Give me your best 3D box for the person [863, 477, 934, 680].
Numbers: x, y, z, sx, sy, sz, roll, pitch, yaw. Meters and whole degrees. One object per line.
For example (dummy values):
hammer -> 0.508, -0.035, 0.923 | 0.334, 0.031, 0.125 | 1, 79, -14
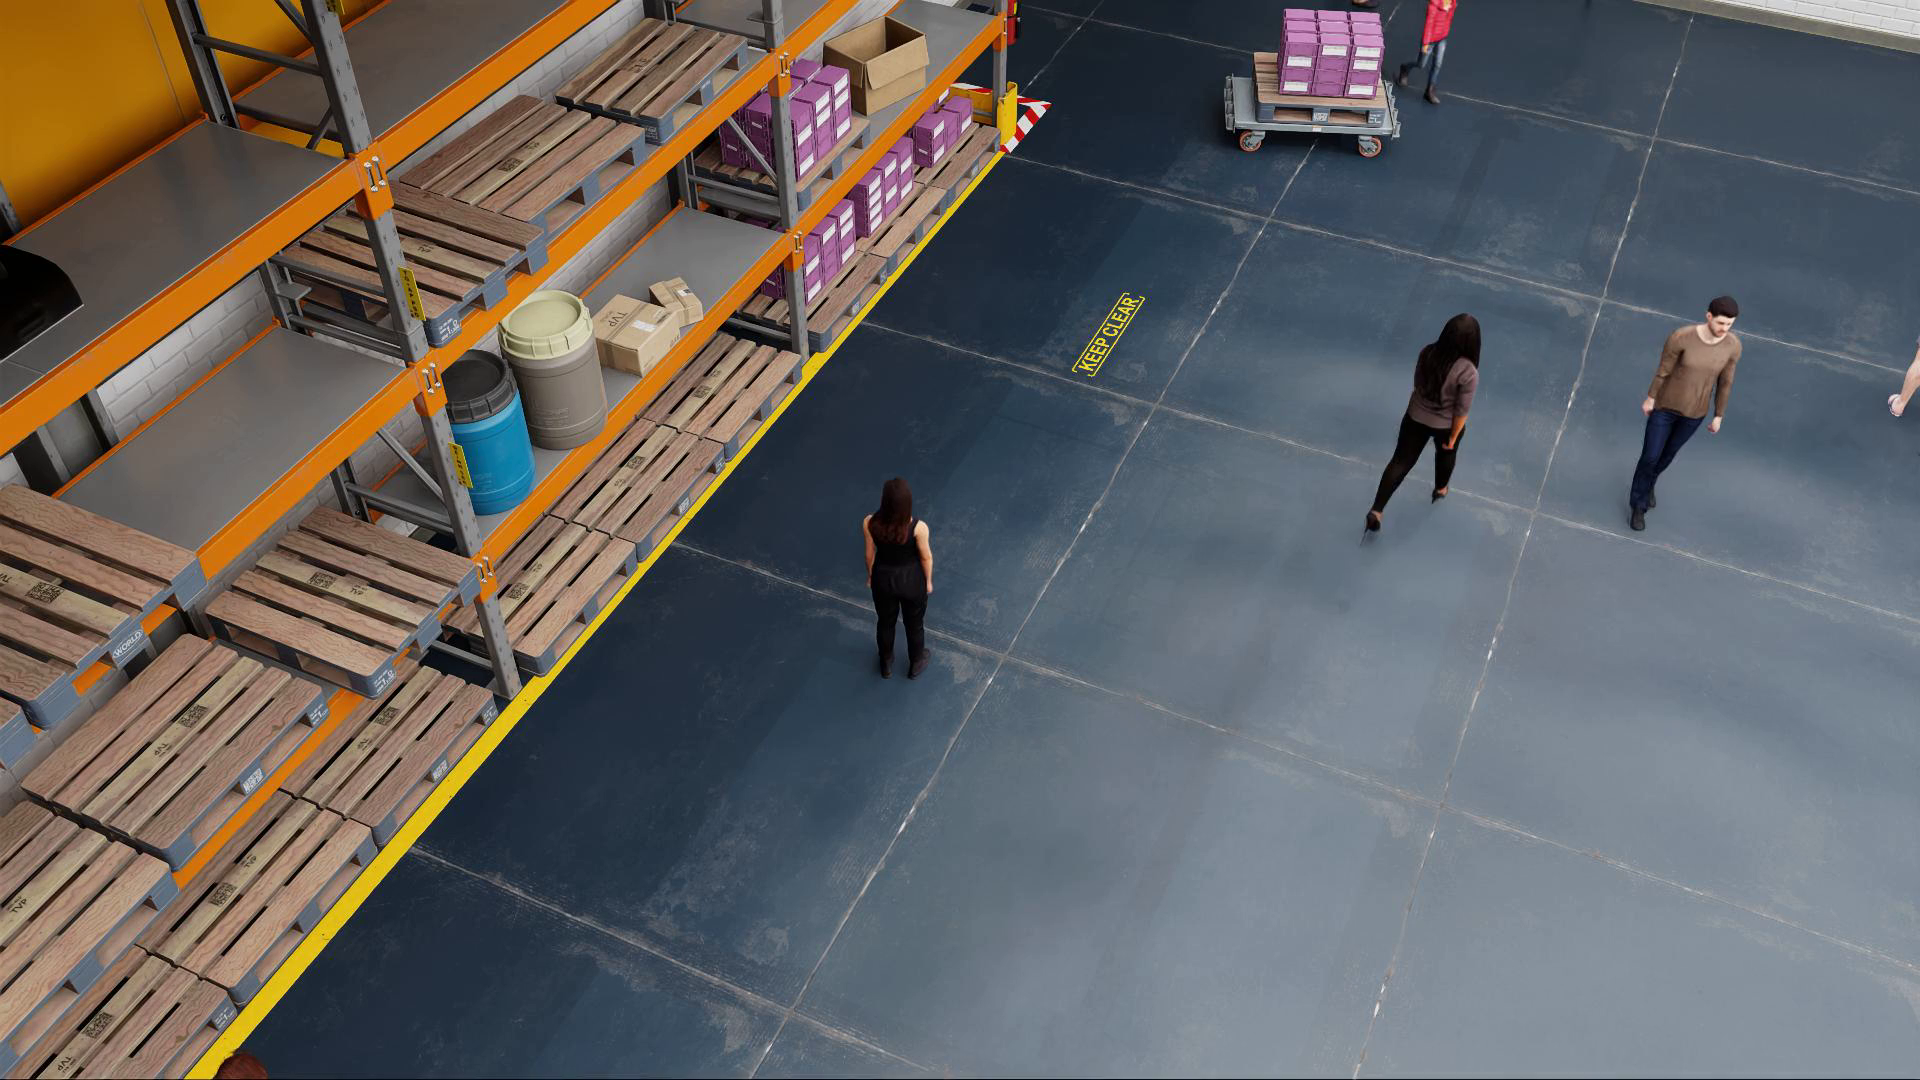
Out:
person -> -0.398, 0.260, 10.709 | 0.648, 1.688, 0.629 | 6, 44, 7

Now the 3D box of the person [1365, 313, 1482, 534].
person -> 3.263, -0.764, 11.704 | 0.891, 1.799, 1.230 | 32, 52, 29

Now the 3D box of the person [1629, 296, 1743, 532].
person -> 5.153, -1.015, 11.918 | 0.831, 1.866, 0.990 | 5, 44, 5

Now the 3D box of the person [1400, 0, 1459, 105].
person -> 4.664, -5.004, 16.516 | 0.805, 1.300, 0.856 | -16, 46, -16
